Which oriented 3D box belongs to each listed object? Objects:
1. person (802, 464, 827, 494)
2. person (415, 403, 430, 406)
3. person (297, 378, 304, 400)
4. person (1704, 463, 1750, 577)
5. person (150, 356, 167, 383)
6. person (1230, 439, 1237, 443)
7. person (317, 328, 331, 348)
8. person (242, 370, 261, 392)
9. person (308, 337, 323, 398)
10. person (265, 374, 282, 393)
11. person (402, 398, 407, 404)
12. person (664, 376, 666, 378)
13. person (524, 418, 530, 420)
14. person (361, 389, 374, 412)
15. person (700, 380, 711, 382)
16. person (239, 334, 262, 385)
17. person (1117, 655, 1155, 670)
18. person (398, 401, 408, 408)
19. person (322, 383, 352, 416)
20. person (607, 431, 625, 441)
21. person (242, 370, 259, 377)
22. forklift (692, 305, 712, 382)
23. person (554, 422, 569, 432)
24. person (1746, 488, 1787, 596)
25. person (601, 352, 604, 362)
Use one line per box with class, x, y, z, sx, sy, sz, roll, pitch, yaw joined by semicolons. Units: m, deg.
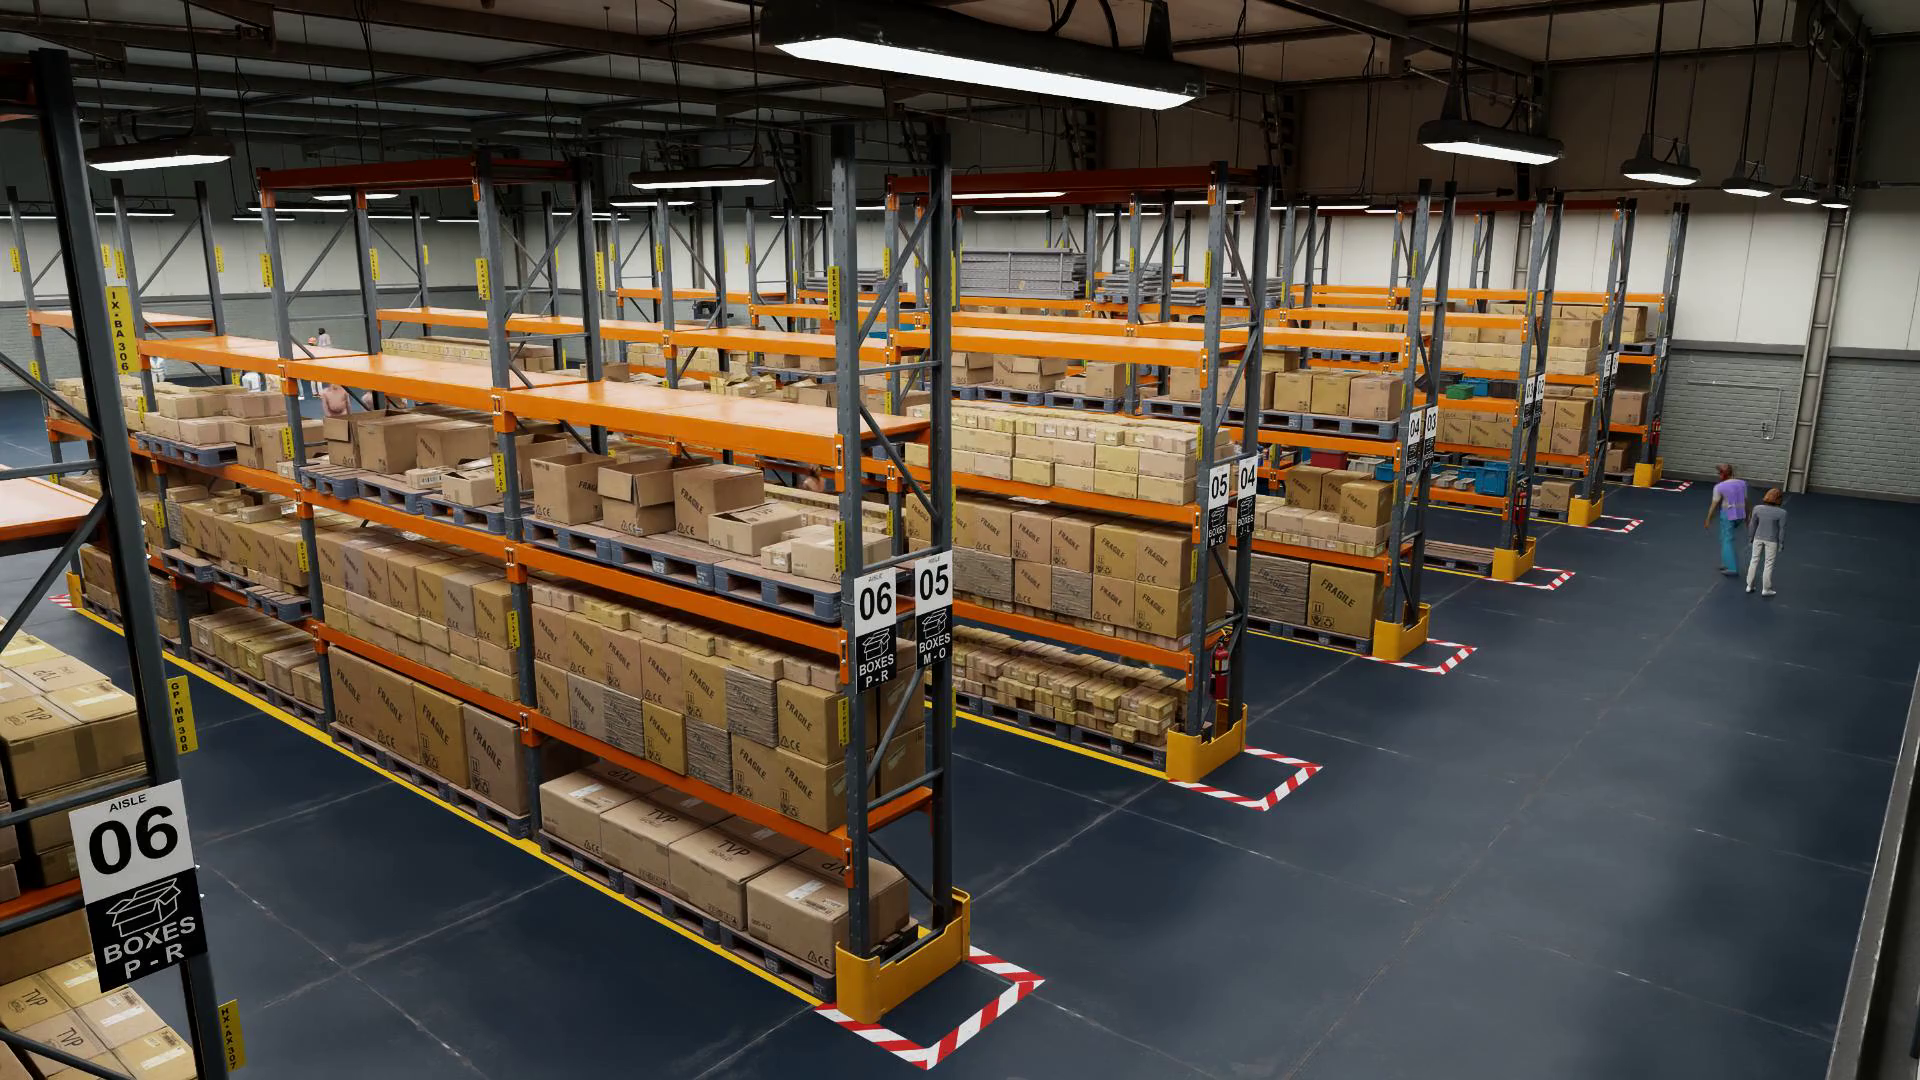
person;-2.526;-0.541;21.529;0.818;1.604;0.519;10;17;36
person;-14.298;-3.607;33.468;0.587;1.920;0.392;8;16;30
person;-21.974;-5.467;41.715;0.267;1.631;0.507;-7;15;-25
person;12.328;-0.317;20.180;0.591;1.793;0.579;-5;14;-18
person;-26.791;-5.522;42.018;0.543;1.591;0.878;-8;16;-29
person;5.493;-1.679;26.077;0.544;1.648;0.780;-9;16;-34
person;-24.914;-7.396;49.325;0.959;1.792;0.635;-1;14;-2
person;-19.566;-3.950;34.815;0.390;1.949;0.602;3;14;11
person;-21.658;-5.800;42.325;0.622;1.997;0.372;5;15;20
person;-19.469;-4.173;35.847;0.664;1.905;0.550;8;16;31
person;-16.825;-4.512;37.774;0.311;1.639;0.512;1;14;6
person;-8.122;-3.830;34.230;0.616;1.988;1.046;7;15;28
person;-8.723;-1.664;25.461;0.647;1.926;0.506;-8;16;-30
person;-14.378;-2.904;30.639;0.777;1.880;0.681;5;14;18
person;-7.859;-4.953;39.076;0.337;1.883;0.584;10;17;35
person;-25.899;-6.526;45.597;0.899;1.867;0.636;-3;14;-14
person;2.058;1.009;14.771;0.948;1.783;0.613;9;16;33
person;-11.977;-2.057;27.164;0.642;1.885;0.531;-8;16;-30
person;-15.785;-3.198;31.943;0.641;1.844;1.043;-6;15;-24
person;-6.779;-1.430;24.564;0.594;1.894;0.892;-11;18;-38
person;-23.102;-5.315;40.992;0.442;1.682;0.538;6;15;23
forklift;-9.511;-7.392;47.124;1.873;2.768;1.129;11;17;38
person;-8.916;-2.363;28.192;0.394;1.992;0.622;7;15;25
person;12.261;0.021;19.137;0.274;1.632;0.507;-8;16;-31
person;-12.307;-5.791;42.734;0.909;1.795;0.593;13;19;43
